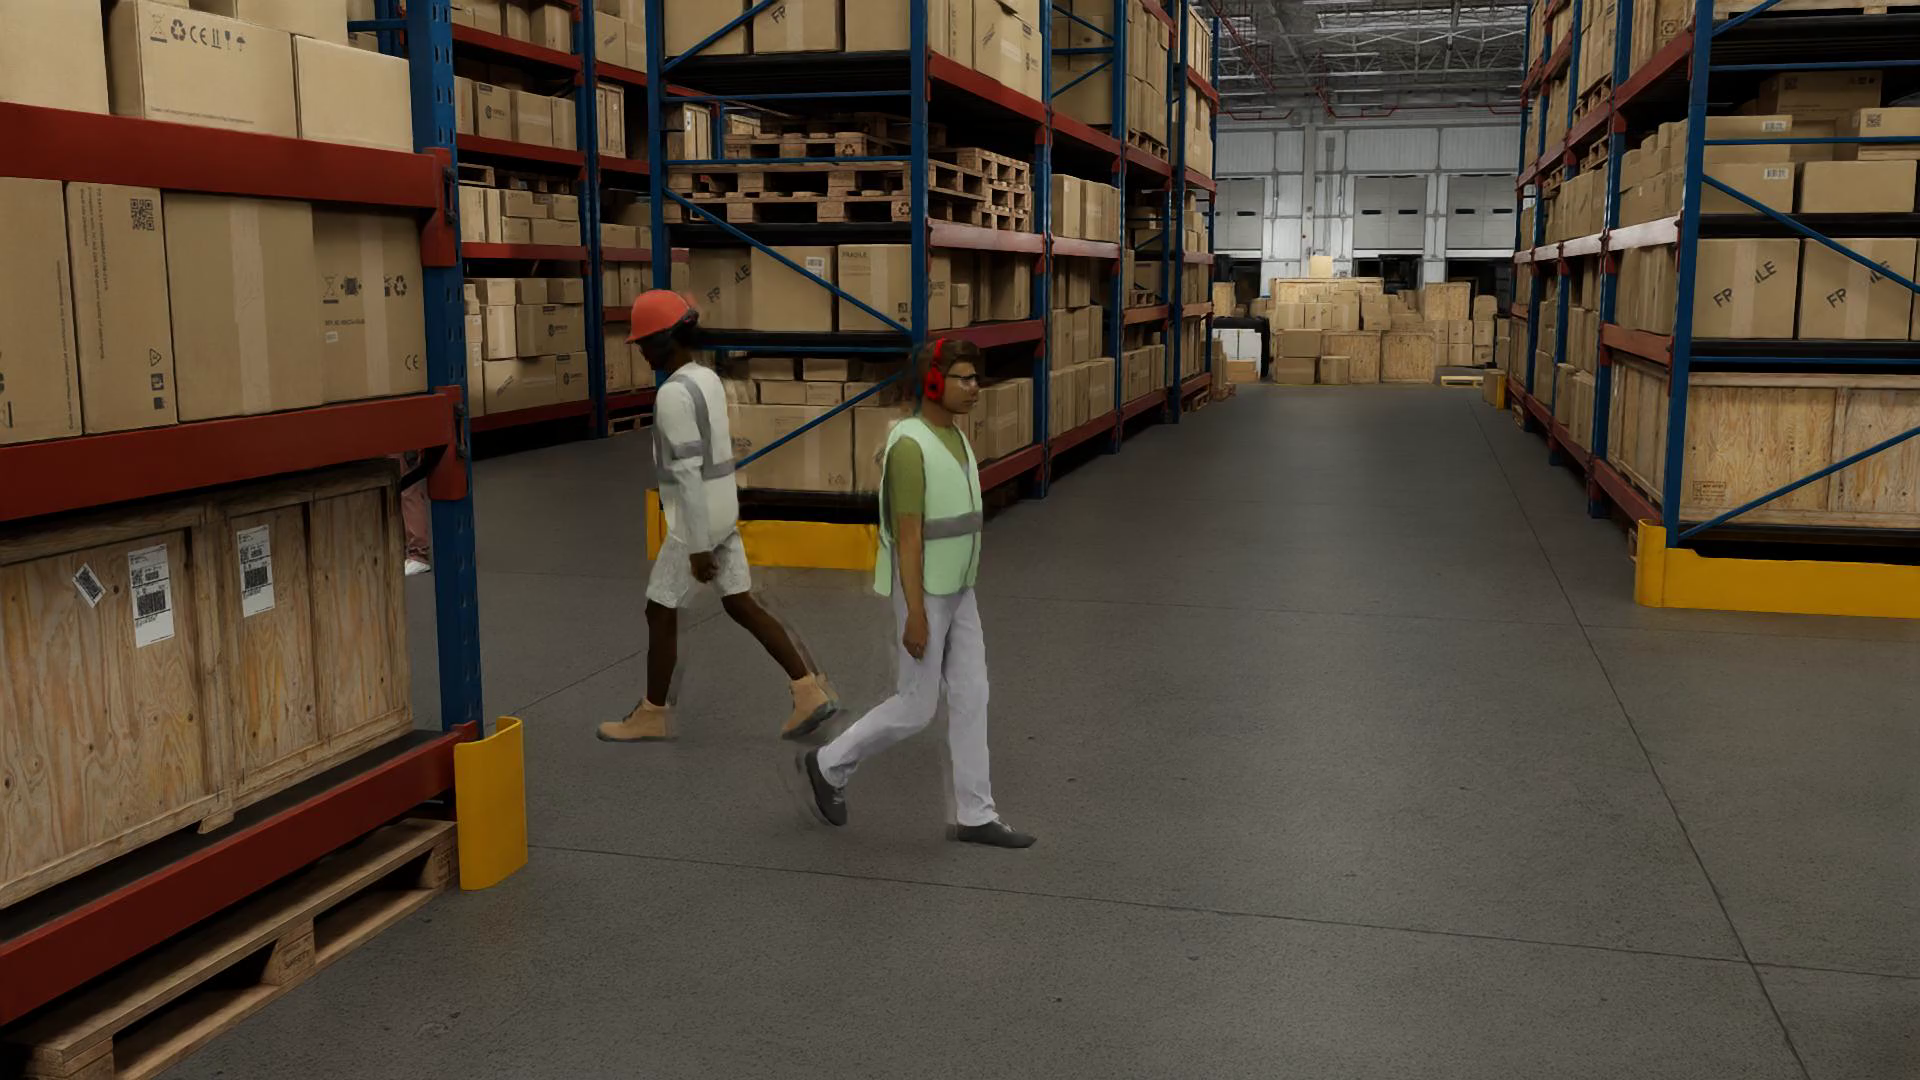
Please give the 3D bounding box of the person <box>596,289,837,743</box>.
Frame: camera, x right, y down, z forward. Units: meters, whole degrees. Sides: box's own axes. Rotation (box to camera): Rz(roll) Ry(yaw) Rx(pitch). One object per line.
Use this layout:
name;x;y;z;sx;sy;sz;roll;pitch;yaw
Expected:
person;-1.042;-0.079;7.136;1.029;1.993;0.643;1;9;9

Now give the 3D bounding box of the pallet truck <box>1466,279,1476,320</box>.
pallet truck;18.896;-8.459;60.307;1.885;1.965;0.823;5;10;31

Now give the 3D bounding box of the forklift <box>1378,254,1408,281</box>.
forklift;14.512;-8.215;55.966;1.129;2.768;1.873;-2;9;-13

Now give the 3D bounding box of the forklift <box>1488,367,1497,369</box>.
forklift;12.037;-4.793;34.225;1.129;2.768;1.873;-4;10;-26

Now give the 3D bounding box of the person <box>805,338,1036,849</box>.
person;-0.139;0.192;5.908;0.783;1.824;0.581;4;10;23

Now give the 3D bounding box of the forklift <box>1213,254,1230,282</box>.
forklift;8.566;-8.070;55.044;1.873;2.768;1.129;-2;9;-14

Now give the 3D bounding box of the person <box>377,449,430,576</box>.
person;-3.893;-0.701;11.356;0.636;1.899;0.402;9;13;44
